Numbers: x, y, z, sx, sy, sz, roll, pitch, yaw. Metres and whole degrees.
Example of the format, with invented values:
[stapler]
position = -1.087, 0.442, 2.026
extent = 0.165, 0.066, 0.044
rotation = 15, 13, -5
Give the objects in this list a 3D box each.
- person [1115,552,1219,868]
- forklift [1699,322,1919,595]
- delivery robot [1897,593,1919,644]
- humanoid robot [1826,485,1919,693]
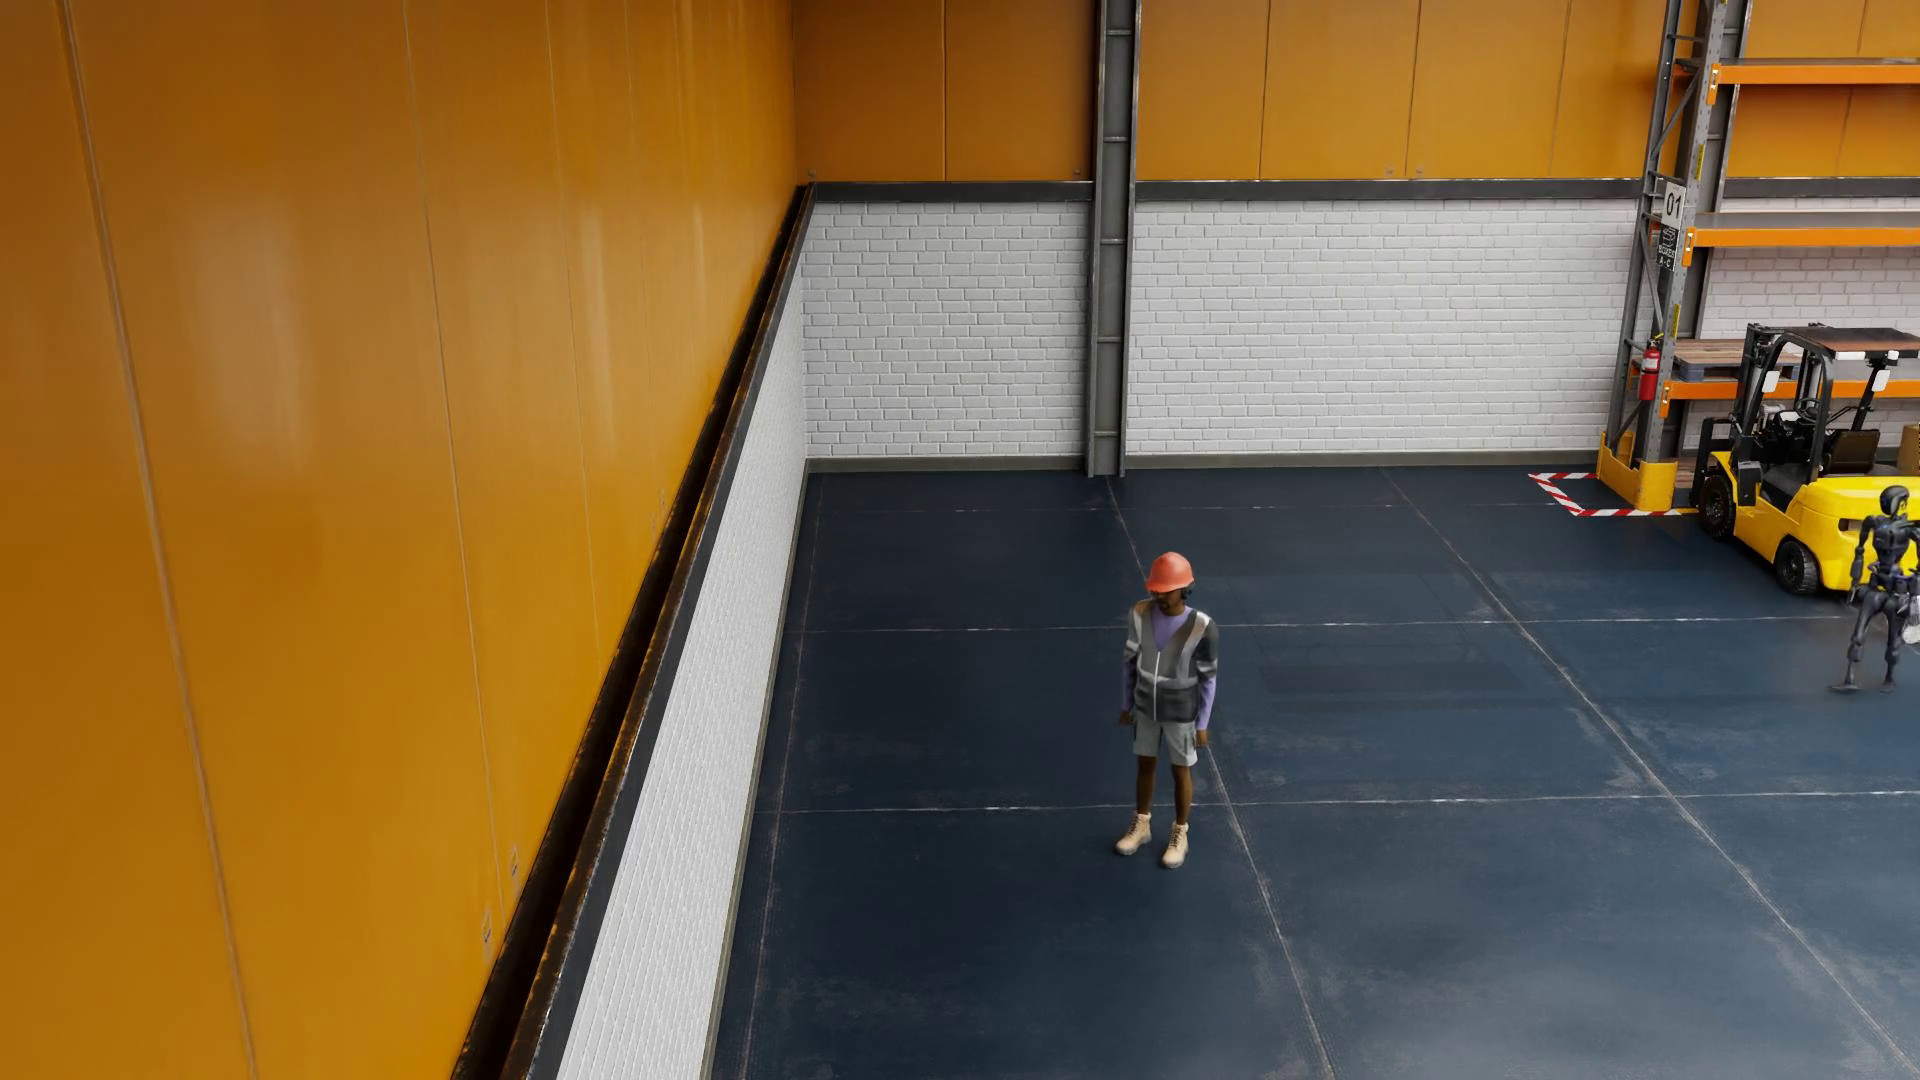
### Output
[person]
position = 1.255, 1.035, 10.189
extent = 0.604, 2.045, 0.375
rotation = 13, 24, 31
[forklift]
position = 7.809, -0.792, 14.926
extent = 1.214, 2.155, 2.313
rotation = -1, 20, -2
[delivery robot]
position = 8.092, 0.566, 13.605
extent = 0.770, 0.595, 0.499
rotation = 2, 20, 5
[humanoid robot]
position = 6.938, 0.389, 12.493
extent = 0.645, 1.630, 0.614
rotation = -9, 22, -23
